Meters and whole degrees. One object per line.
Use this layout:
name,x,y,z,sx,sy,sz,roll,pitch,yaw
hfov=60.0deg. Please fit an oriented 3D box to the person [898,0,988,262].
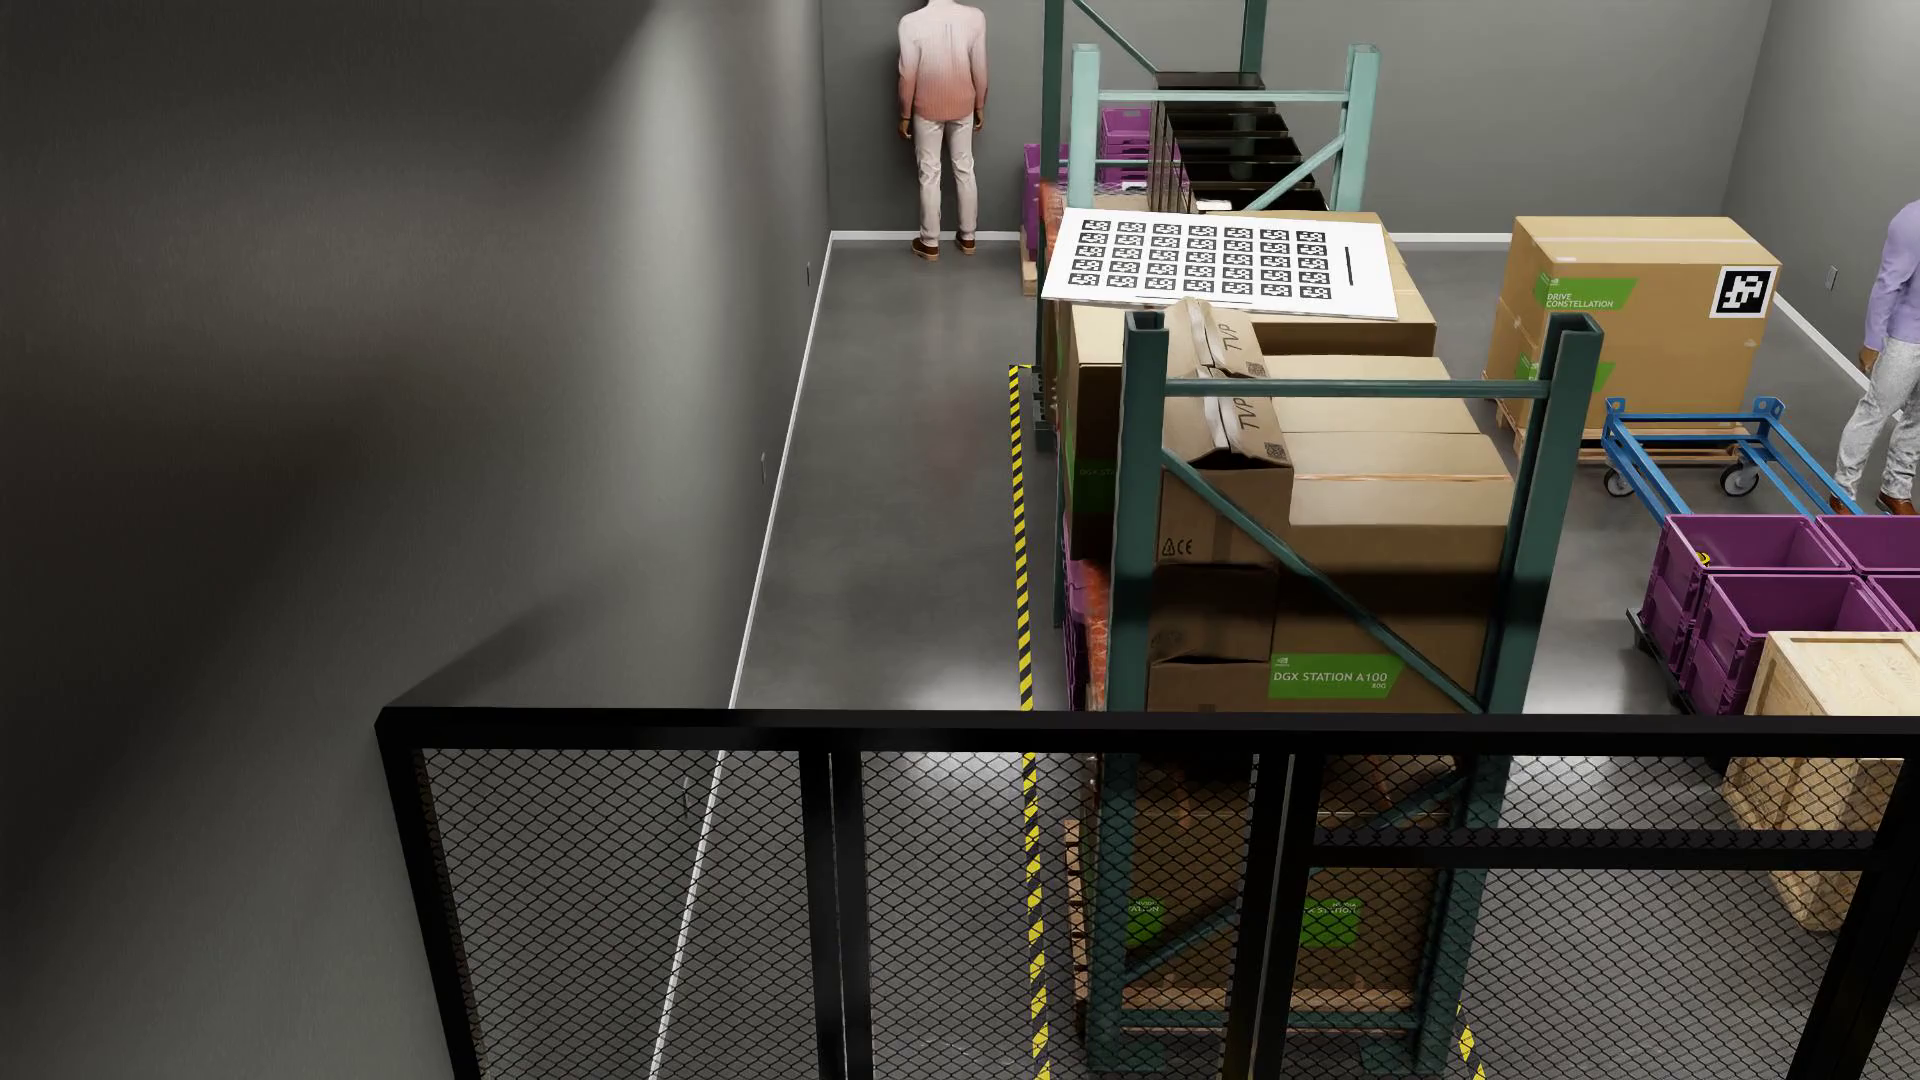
person,-0.124,-2.824,10.852,0.617,1.993,0.396,-12,33,-19

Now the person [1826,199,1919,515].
person,4.528,-0.940,7.776,0.637,1.938,0.357,-1,31,-2
